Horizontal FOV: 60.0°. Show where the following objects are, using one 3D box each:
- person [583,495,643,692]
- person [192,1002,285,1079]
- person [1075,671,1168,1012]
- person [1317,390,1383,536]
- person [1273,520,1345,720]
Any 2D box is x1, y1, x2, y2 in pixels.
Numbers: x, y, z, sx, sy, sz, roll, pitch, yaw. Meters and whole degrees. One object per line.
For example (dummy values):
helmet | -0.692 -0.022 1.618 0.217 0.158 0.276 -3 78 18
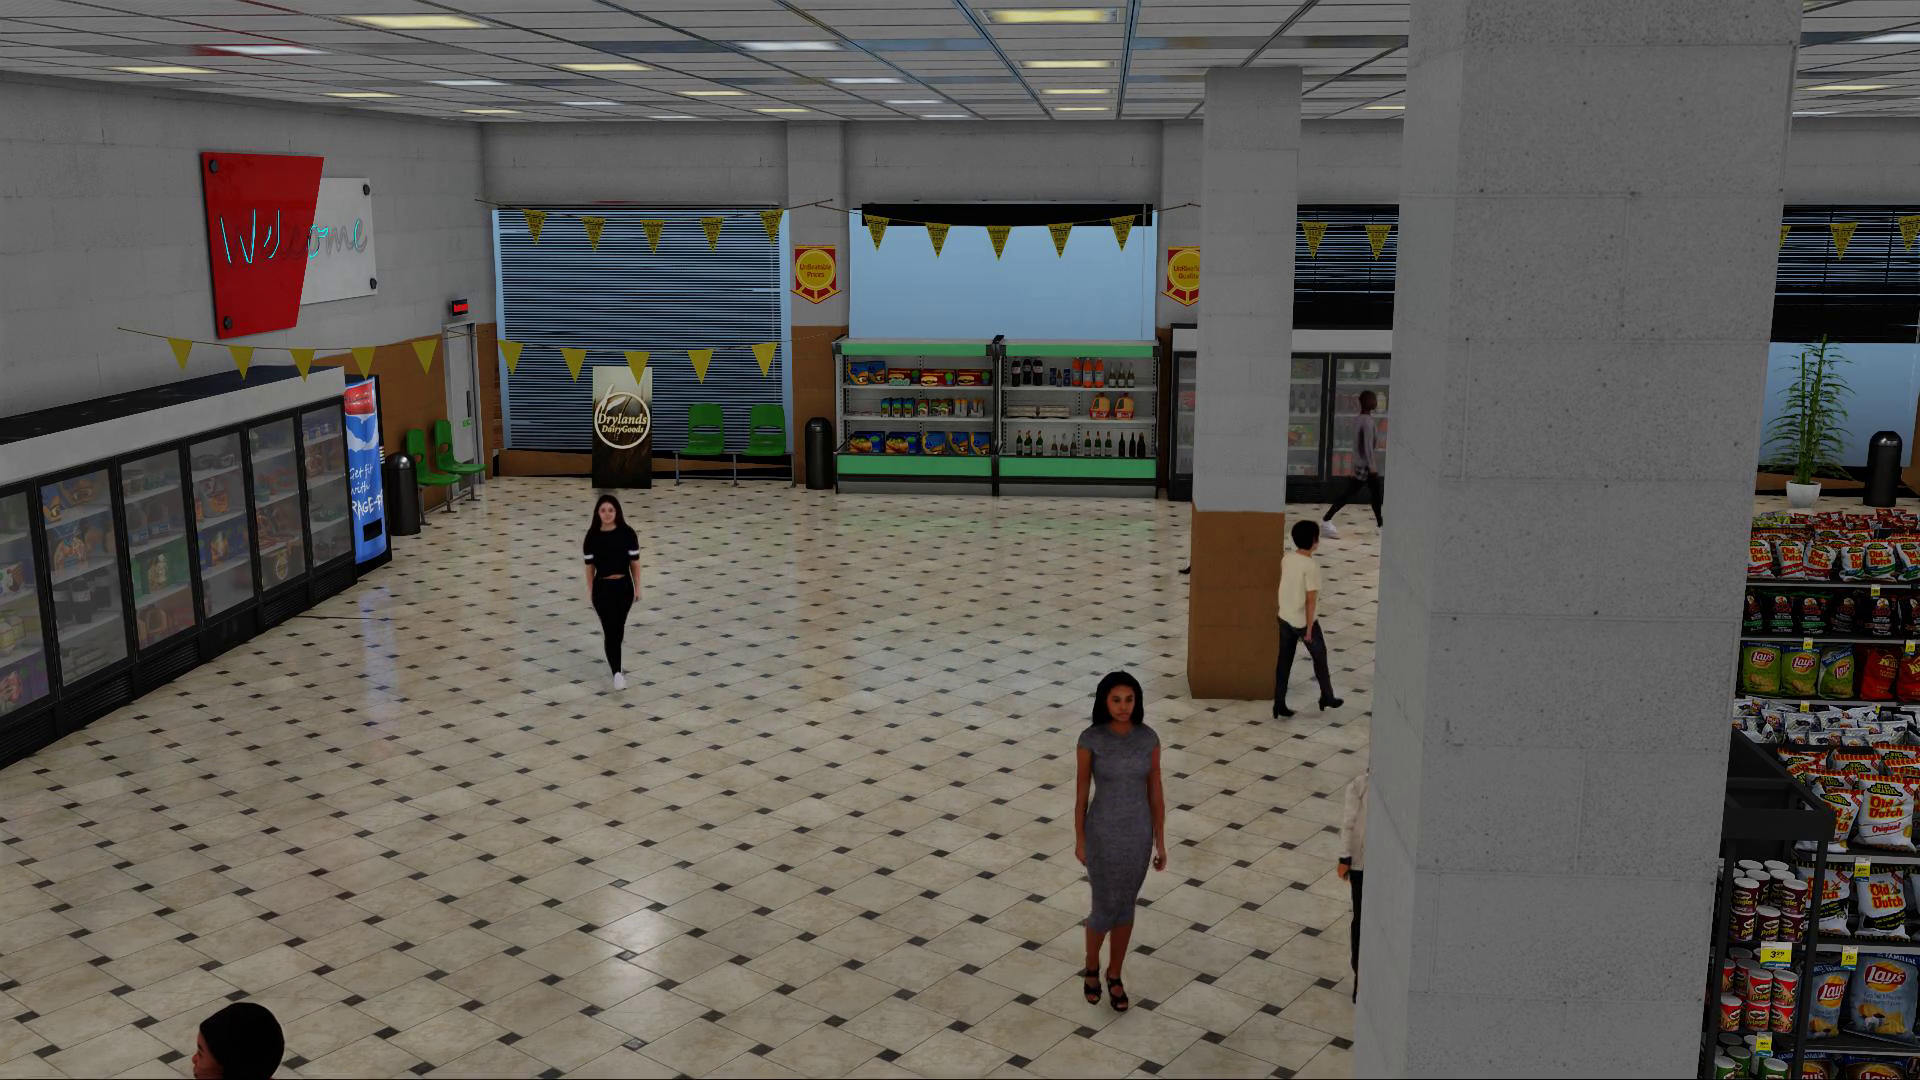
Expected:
person | -2.895 0.424 13.908 1.125 1.591 0.994 -5 13 -21
person | -2.119 2.215 5.032 0.619 1.744 0.631 -4 12 -18
person | 0.768 1.499 8.366 0.637 1.771 0.728 -3 12 -13
person | 4.687 -0.877 19.746 1.204 1.732 0.663 2 12 8
person | 2.573 0.645 12.926 0.975 1.564 0.884 -7 14 -32
